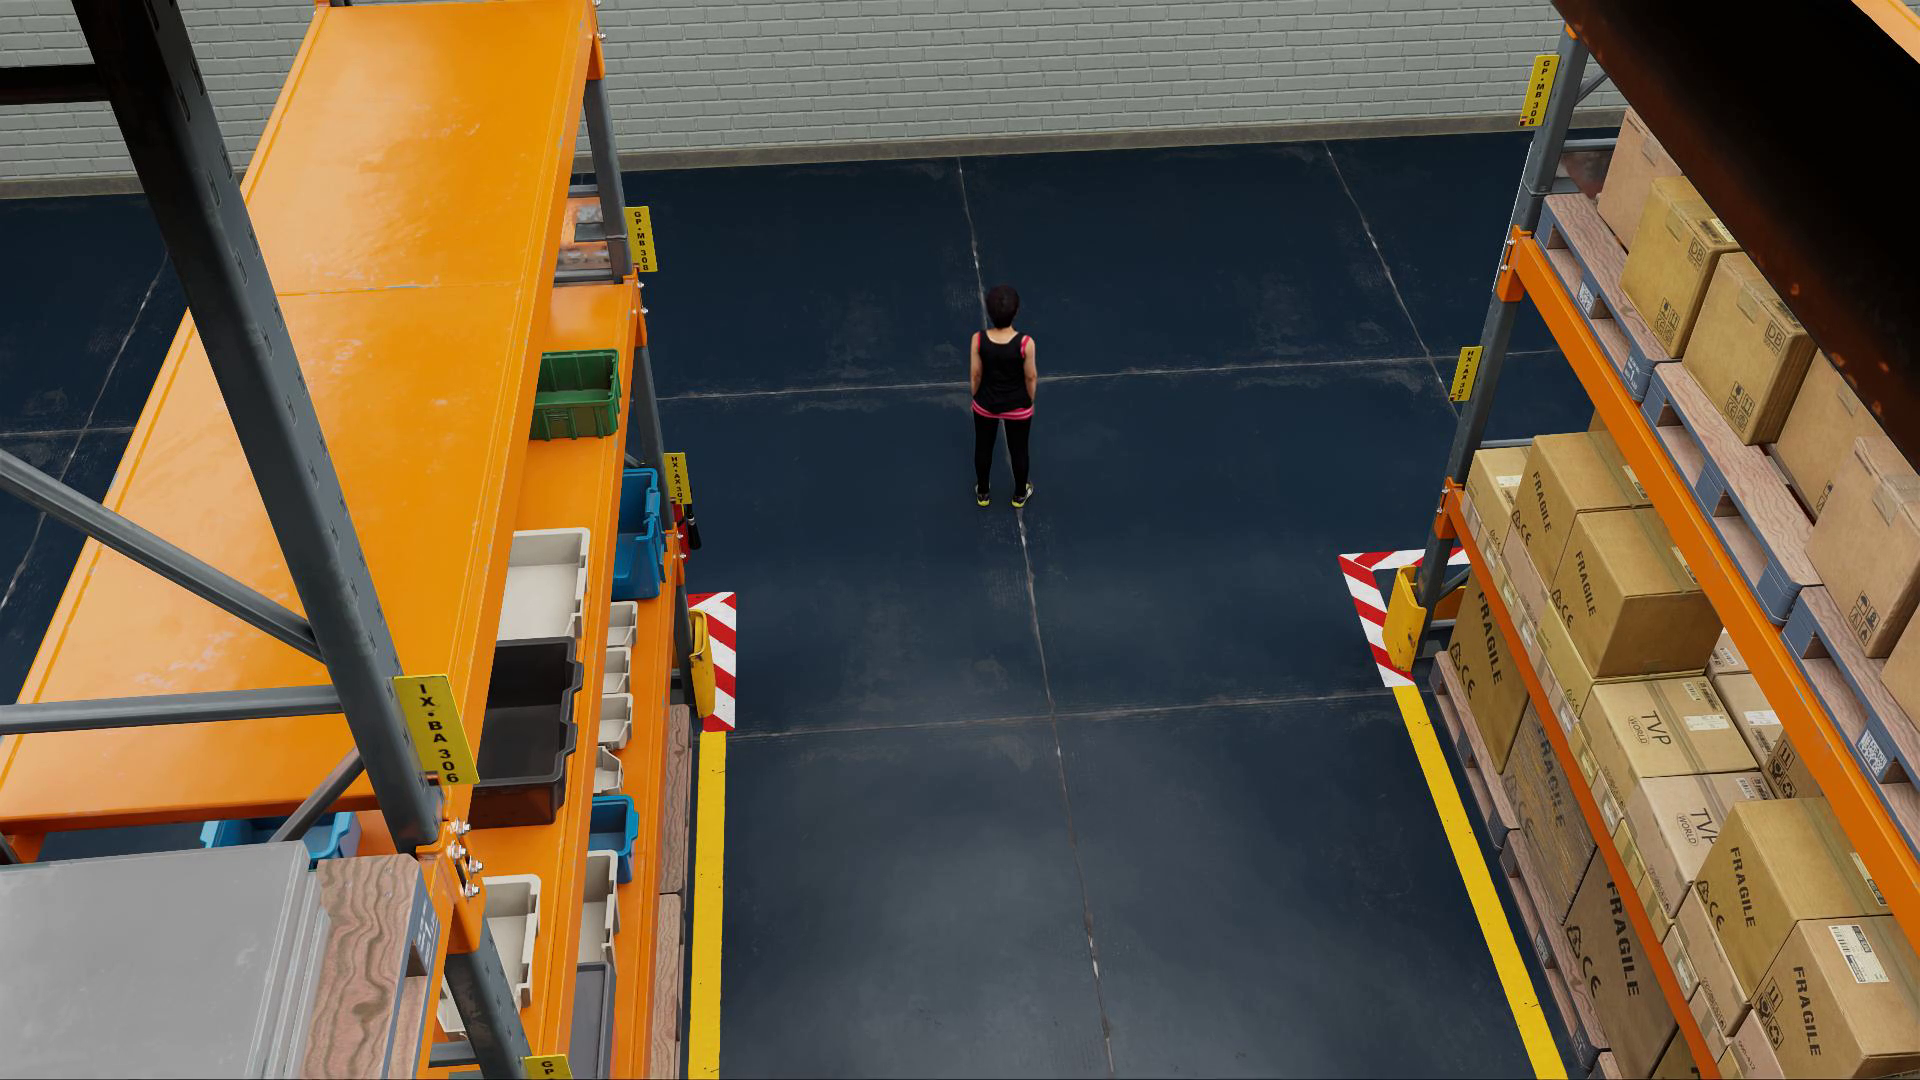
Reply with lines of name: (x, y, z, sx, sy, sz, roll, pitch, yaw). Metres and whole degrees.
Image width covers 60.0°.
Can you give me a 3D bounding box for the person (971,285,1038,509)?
person: (0.251, -0.838, 9.862, 0.589, 1.553, 0.574, 6, 43, 7)
